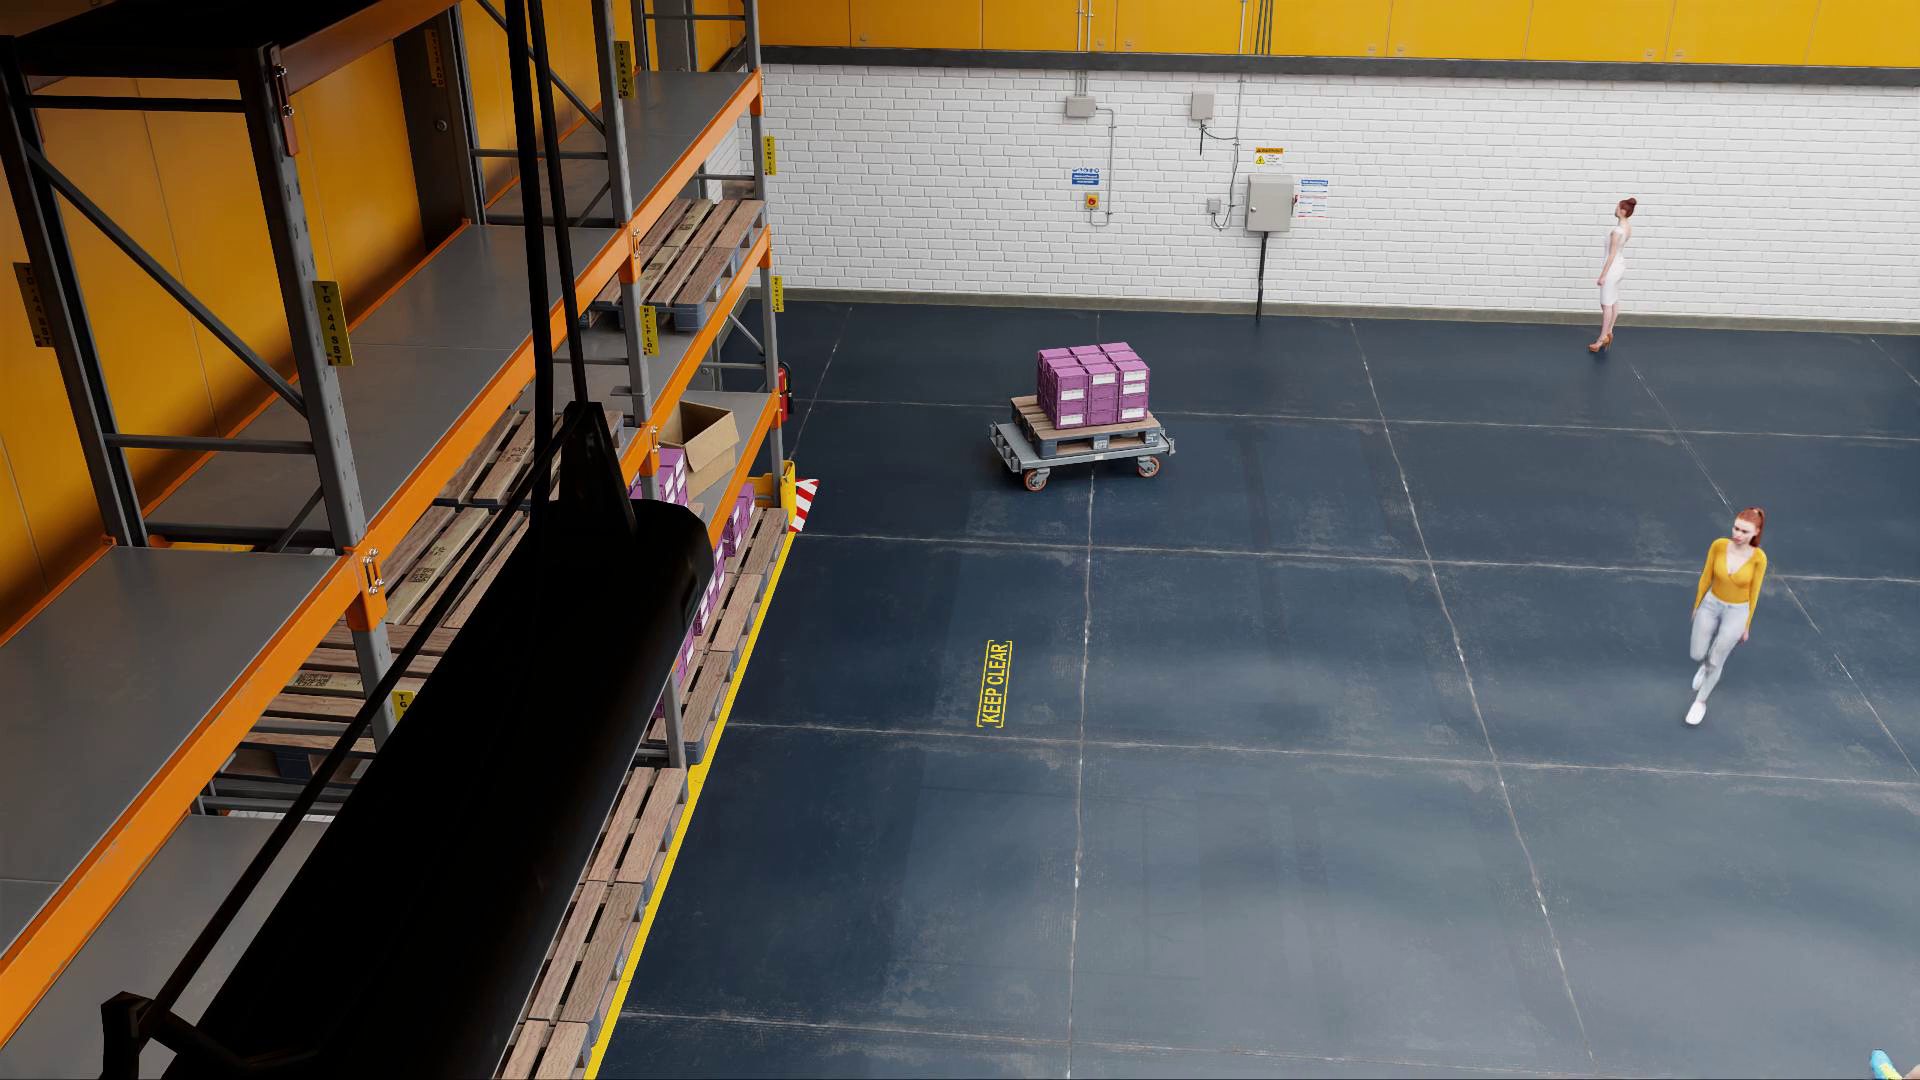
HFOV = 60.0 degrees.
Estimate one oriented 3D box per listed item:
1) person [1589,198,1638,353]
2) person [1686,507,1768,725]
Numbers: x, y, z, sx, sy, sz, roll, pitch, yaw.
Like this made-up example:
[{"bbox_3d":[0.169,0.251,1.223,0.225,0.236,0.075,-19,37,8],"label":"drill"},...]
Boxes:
[{"bbox_3d":[7.312,-2.970,18.605,0.702,1.791,0.600,22,35,34],"label":"person"},{"bbox_3d":[5.656,0.526,12.252,0.825,1.738,0.945,20,35,33],"label":"person"}]
